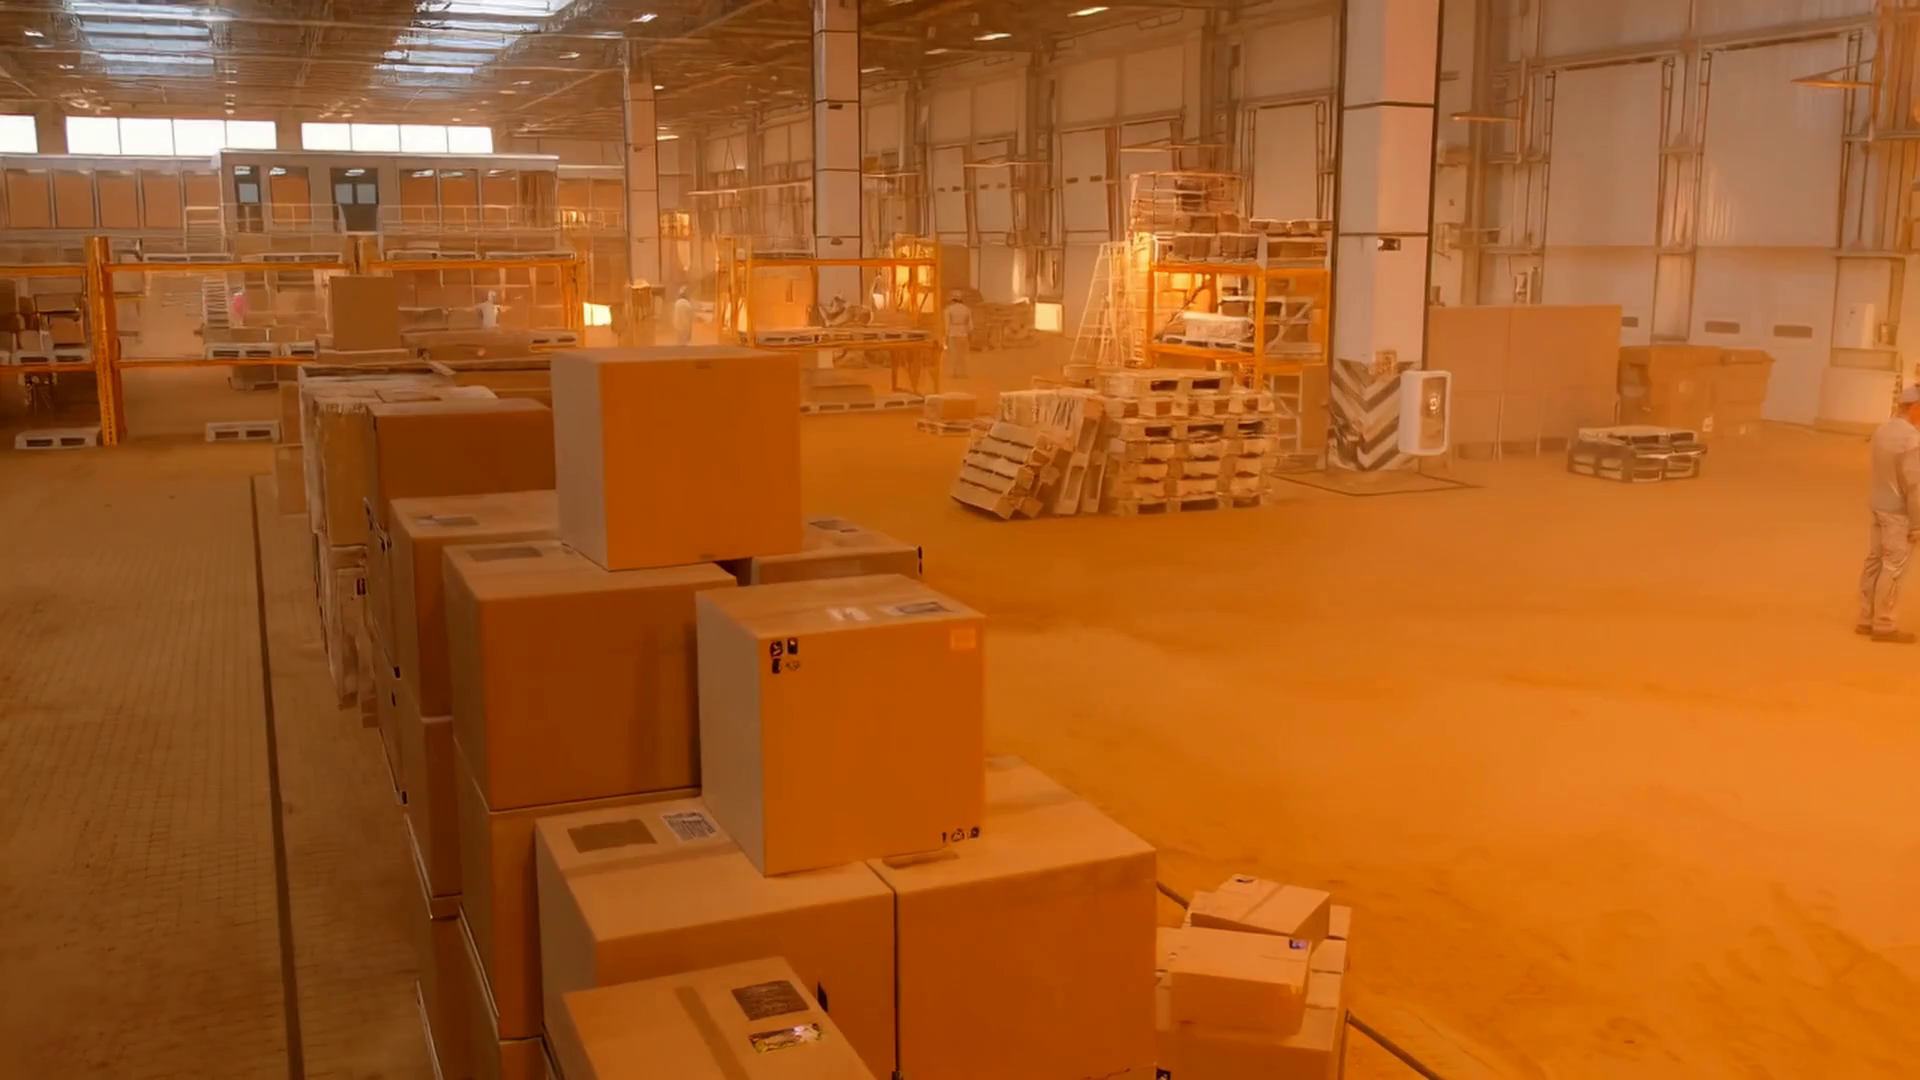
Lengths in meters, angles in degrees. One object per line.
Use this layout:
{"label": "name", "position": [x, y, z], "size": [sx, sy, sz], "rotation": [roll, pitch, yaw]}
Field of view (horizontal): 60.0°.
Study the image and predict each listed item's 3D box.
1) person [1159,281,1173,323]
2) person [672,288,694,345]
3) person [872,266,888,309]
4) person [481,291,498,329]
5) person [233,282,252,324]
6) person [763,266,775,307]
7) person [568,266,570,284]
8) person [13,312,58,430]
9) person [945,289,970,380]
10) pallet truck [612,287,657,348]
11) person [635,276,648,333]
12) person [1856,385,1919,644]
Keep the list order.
{"label": "person", "position": [5.249, -5.613, 42.247], "size": [0.377, 1.929, 0.585], "rotation": [4, 11, 23]}
{"label": "person", "position": [-6.191, -4.676, 37.177], "size": [0.384, 1.906, 0.692], "rotation": [-9, 14, -40]}
{"label": "person", "position": [-2.972, -9.129, 61.526], "size": [0.628, 1.958, 0.640], "rotation": [-2, 10, -11]}
{"label": "person", "position": [-10.666, -4.737, 37.726], "size": [0.535, 1.829, 0.964], "rotation": [5, 11, 24]}
{"label": "person", "position": [-21.400, -6.814, 49.459], "size": [0.825, 1.715, 0.488], "rotation": [4, 11, 20]}
{"label": "person", "position": [-8.205, -10.965, 71.740], "size": [0.621, 1.927, 0.657], "rotation": [-4, 11, -22]}
{"label": "person", "position": [-16.816, -10.967, 71.881], "size": [0.355, 1.883, 0.575], "rotation": [-7, 13, -36]}
{"label": "person", "position": [-14.124, -2.544, 25.454], "size": [0.585, 1.882, 0.343], "rotation": [-2, 10, -10]}
{"label": "person", "position": [-0.047, -4.375, 35.424], "size": [0.588, 1.928, 0.383], "rotation": [6, 12, 31]}
{"label": "pallet truck", "position": [-6.464, -4.406, 35.401], "size": [0.823, 1.965, 1.885], "rotation": [6, 12, 32]}
{"label": "person", "position": [-9.967, -7.314, 51.903], "size": [0.431, 1.835, 0.624], "rotation": [3, 11, 16]}
{"label": "person", "position": [6.963, -0.192, 12.378], "size": [0.376, 1.931, 0.636], "rotation": [0, 10, 2]}
